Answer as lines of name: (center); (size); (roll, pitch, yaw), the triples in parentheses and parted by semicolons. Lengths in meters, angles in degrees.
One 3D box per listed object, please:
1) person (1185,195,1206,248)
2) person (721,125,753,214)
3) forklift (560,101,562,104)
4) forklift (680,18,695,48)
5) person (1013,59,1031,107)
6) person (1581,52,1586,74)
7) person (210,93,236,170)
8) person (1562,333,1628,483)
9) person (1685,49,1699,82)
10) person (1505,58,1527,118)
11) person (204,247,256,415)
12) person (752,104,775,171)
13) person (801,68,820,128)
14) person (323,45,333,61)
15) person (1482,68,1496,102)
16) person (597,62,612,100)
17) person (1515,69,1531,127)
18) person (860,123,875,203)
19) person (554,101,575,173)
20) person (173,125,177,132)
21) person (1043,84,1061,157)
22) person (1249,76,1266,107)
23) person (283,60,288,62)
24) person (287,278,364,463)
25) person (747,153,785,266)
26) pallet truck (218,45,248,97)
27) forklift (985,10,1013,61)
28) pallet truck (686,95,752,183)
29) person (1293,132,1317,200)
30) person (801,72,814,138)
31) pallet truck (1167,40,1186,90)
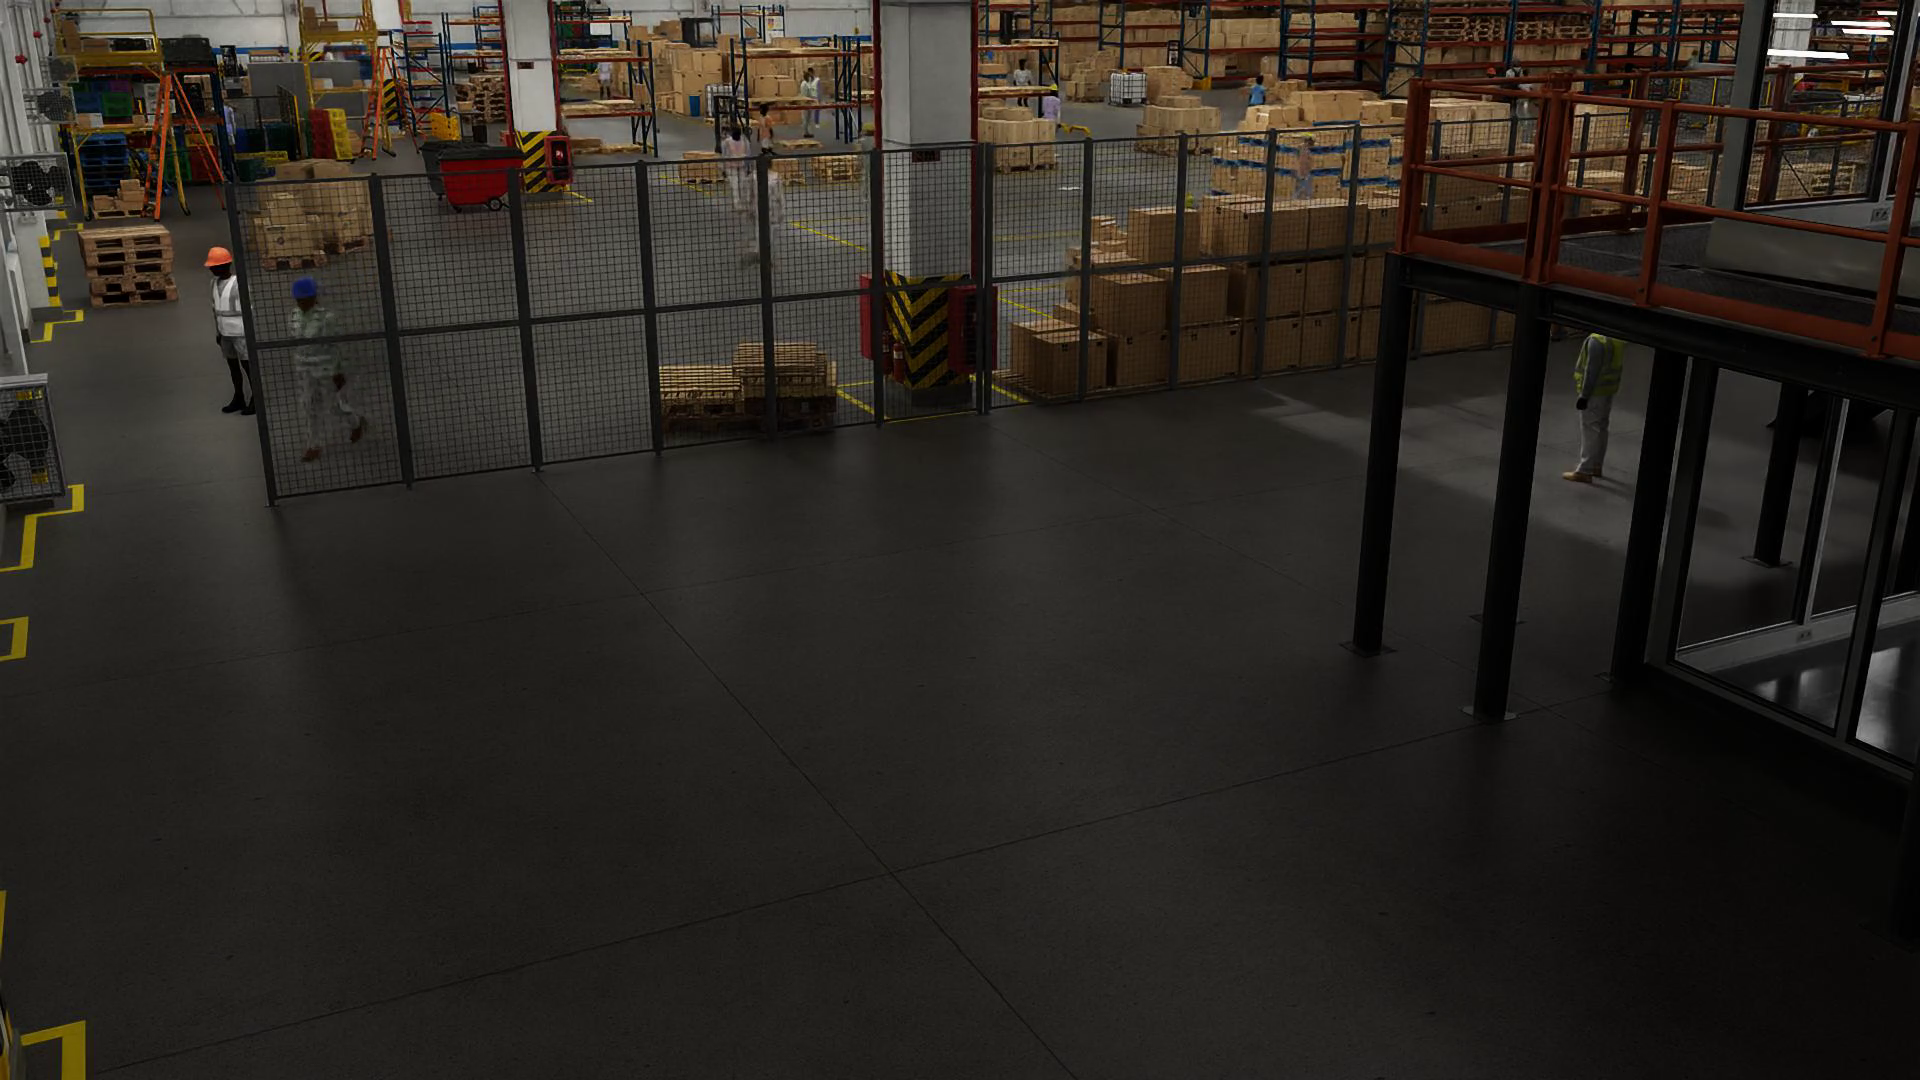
person: (3.134, -3.927, 23.554); (0.587, 1.881, 0.915); (16, 25, 39)
person: (-4.682, -7.799, 34.921); (0.632, 1.805, 0.930); (-7, 20, -19)
forklift: (-15.939, -17.585, 61.645); (1.873, 2.768, 1.129); (-9, 21, -25)
forklift: (-11.773, -21.184, 72.079); (1.873, 2.768, 1.129); (-9, 21, -25)
person: (2.104, -15.456, 56.877); (0.617, 1.944, 0.488); (3, 19, 9)
person: (24.691, -18.513, 66.121); (0.540, 1.695, 0.317); (13, 23, 33)
person: (-18.561, -10.306, 41.968); (0.545, 1.938, 0.361); (-10, 21, -26)
person: (6.323, -1.489, 16.552); (0.429, 1.846, 0.625); (17, 25, 40)
person: (31.128, -20.062, 70.730); (0.508, 1.622, 0.397); (1, 19, 3)
person: (18.593, -15.138, 55.820); (0.690, 2.000, 0.538); (1, 19, 3)
person: (-8.317, -2.382, 19.002); (0.550, 1.933, 0.370); (9, 21, 25)
person: (-4.906, -10.156, 41.967); (0.896, 1.651, 0.541); (-13, 23, -34)
person: (-4.733, -14.040, 52.904); (0.599, 1.866, 1.005); (6, 20, 18)
person: (-26.004, -19.379, 68.376); (0.666, 1.860, 0.607); (2, 19, 5)
person: (16.505, -13.754, 51.966); (0.370, 1.933, 0.551); (13, 23, 32)
person: (-13.393, -17.392, 62.572); (0.567, 1.890, 0.958); (-9, 21, -25)
person: (18.151, -14.231, 53.553); (0.537, 1.816, 0.989); (-1, 19, -4)
person: (-1.943, -8.229, 36.294); (0.489, 1.705, 0.865); (3, 19, 7)
person: (-9.854, -9.885, 40.945); (0.519, 1.811, 0.909); (13, 23, 33)
person: (-24.571, -13.465, 51.590); (0.515, 1.634, 0.313); (13, 23, 33)
person: (2.509, -11.387, 45.143); (0.396, 1.917, 0.584); (-18, 26, -42)
person: (9.333, -13.757, 52.387); (0.538, 1.662, 0.774); (10, 22, 28)
person: (-22.791, -15.232, 56.291); (0.679, 1.915, 0.377); (-16, 25, -39)
person: (-6.670, -1.815, 17.400); (0.605, 1.920, 0.838); (6, 20, 16)
person: (-3.324, -5.630, 28.457); (0.639, 1.914, 0.472); (7, 20, 18)
pallet truck: (-28.879, -18.665, 66.111); (0.823, 1.965, 1.885); (-3, 19, -9)
forklift: (2.291, -25.321, 84.071); (1.873, 2.768, 1.129); (-9, 21, -25)
pallet truck: (-5.836, -9.608, 39.856); (0.823, 1.965, 1.885); (10, 22, 27)
person: (7.172, -7.483, 34.123); (0.827, 1.702, 0.592); (0, 19, 0)
person: (-4.611, -13.115, 50.114); (0.373, 1.937, 0.630); (-1, 19, -3)
pallet truck: (9.045, -19.971, 69.895); (0.823, 1.965, 1.885); (-3, 19, -8)
